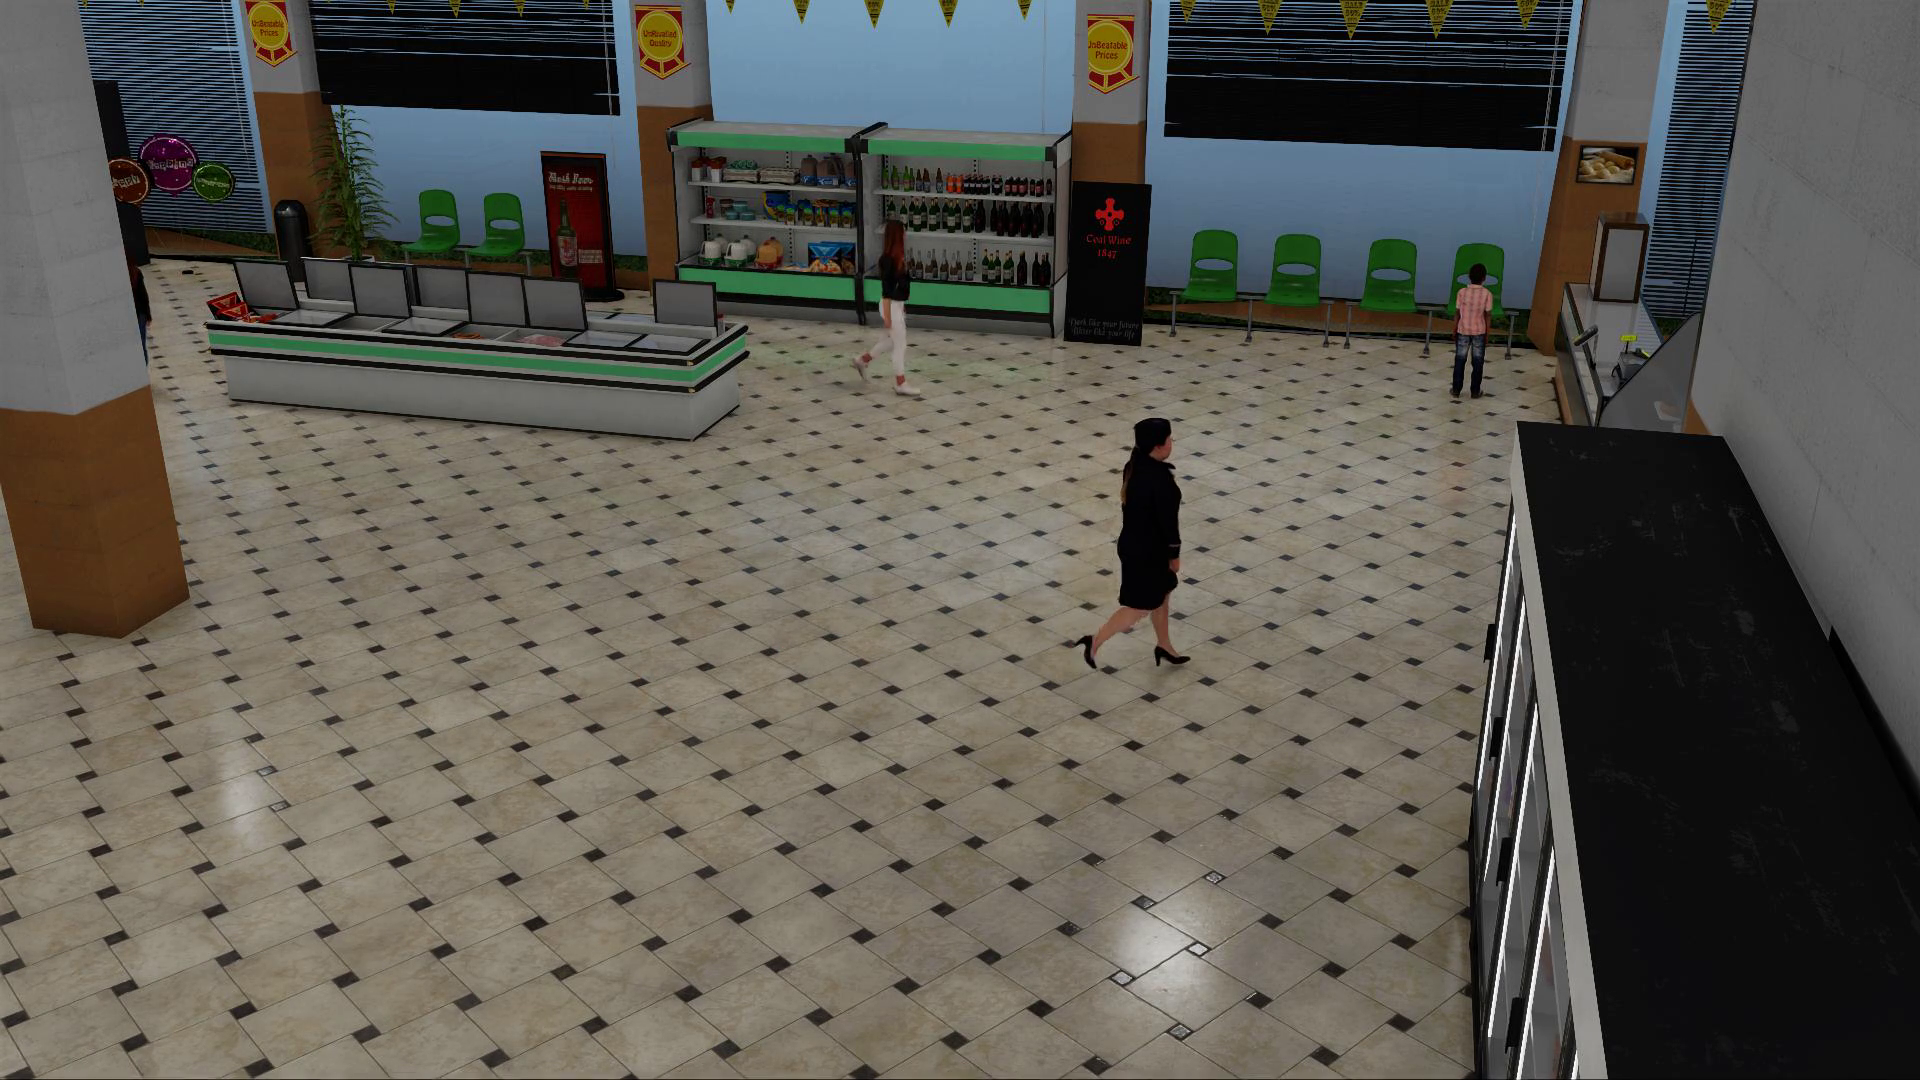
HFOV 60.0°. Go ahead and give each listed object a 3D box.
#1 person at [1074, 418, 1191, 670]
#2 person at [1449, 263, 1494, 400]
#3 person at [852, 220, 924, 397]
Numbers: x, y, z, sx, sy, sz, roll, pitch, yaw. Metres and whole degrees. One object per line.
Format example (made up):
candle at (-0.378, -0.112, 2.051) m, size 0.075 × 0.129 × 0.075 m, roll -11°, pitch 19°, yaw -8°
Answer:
person at (1.092, 0.085, 10.231) m, size 1.158 × 1.652 × 0.995 m, roll -6°, pitch 23°, yaw -14°
person at (4.882, -1.999, 15.882) m, size 0.443 × 1.307 × 0.575 m, roll 8°, pitch 23°, yaw 20°
person at (-0.713, -2.215, 15.911) m, size 0.954 × 1.686 × 0.603 m, roll 5°, pitch 23°, yaw 13°
